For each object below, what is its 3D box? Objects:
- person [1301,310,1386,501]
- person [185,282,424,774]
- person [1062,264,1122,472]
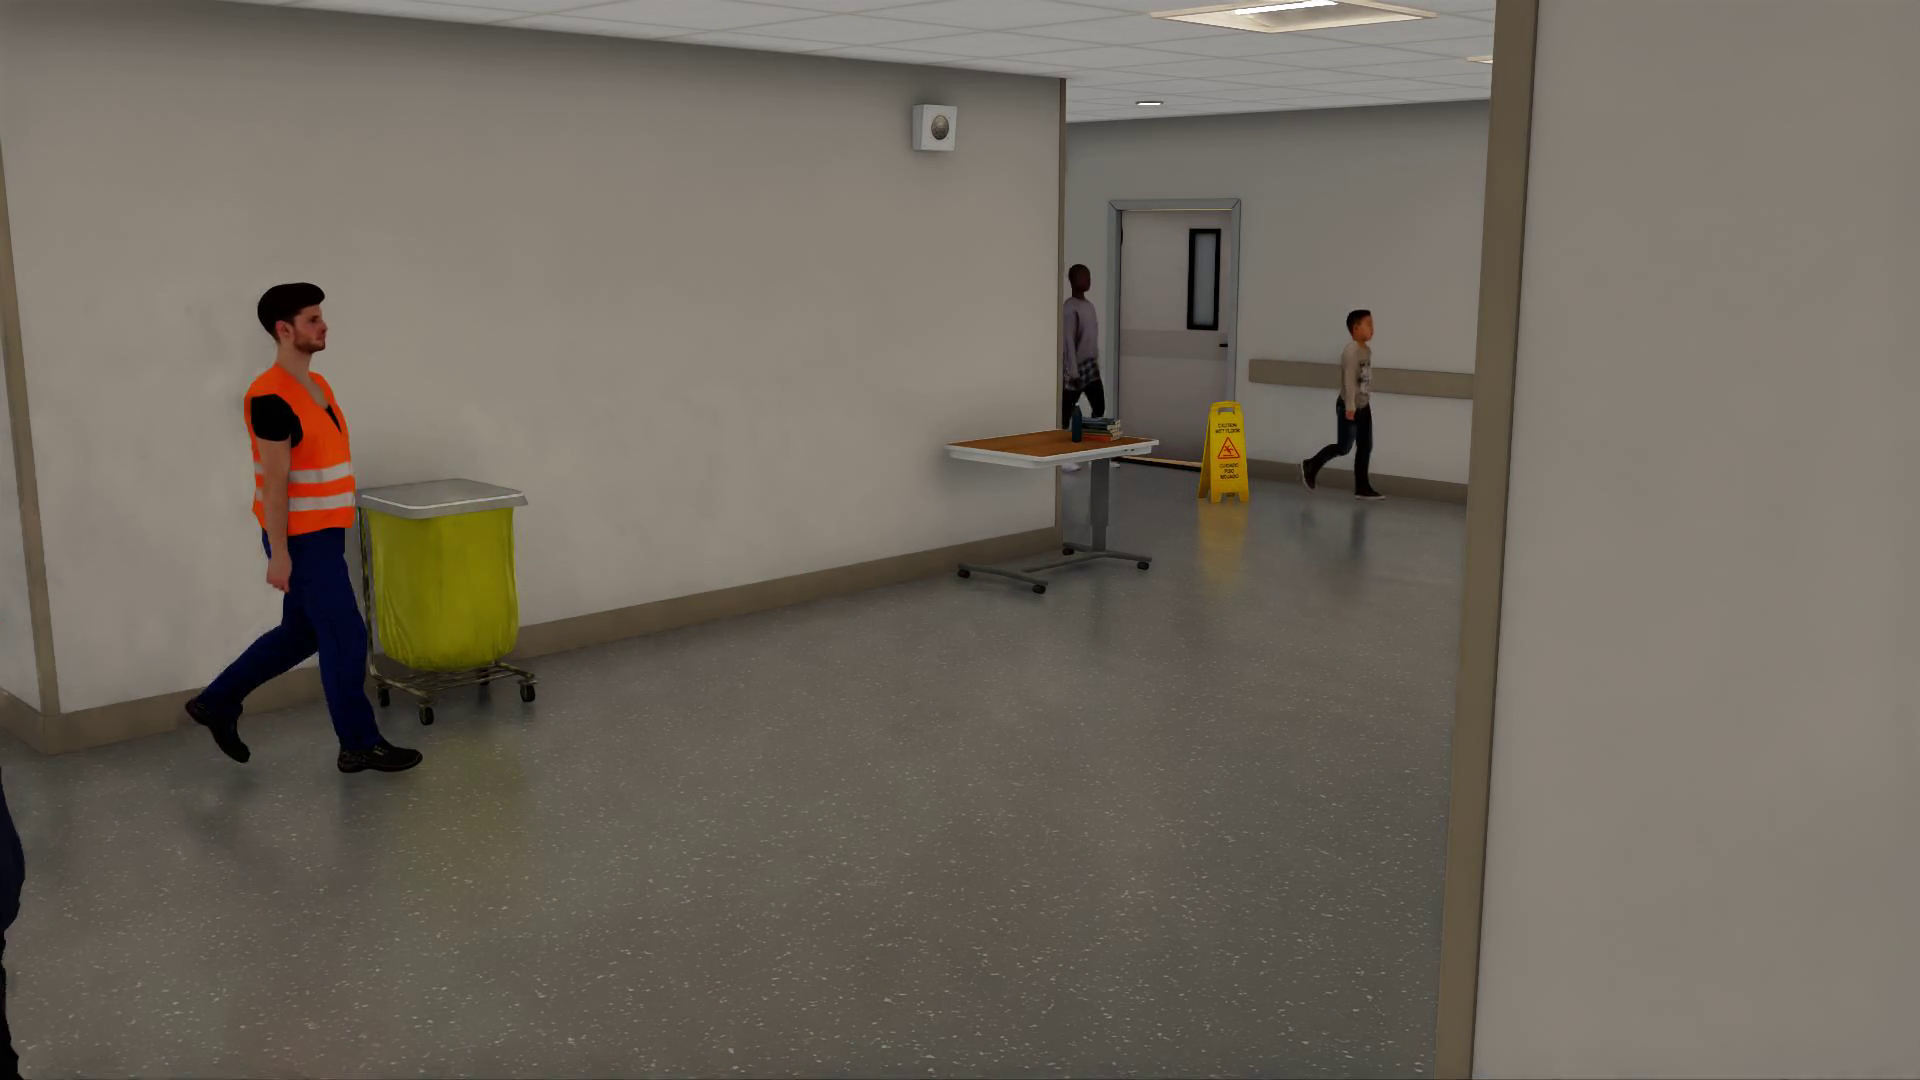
[{"bbox_3d":[2.935,-1.012,12.683,0.885,1.444,0.572,9,14,39],"label":"person"},{"bbox_3d":[-2.551,-0.008,6.274,1.188,1.861,1.159,-1,11,-4],"label":"person"},{"bbox_3d":[0.927,-1.452,14.172,0.890,1.753,0.730,8,13,35],"label":"person"}]
